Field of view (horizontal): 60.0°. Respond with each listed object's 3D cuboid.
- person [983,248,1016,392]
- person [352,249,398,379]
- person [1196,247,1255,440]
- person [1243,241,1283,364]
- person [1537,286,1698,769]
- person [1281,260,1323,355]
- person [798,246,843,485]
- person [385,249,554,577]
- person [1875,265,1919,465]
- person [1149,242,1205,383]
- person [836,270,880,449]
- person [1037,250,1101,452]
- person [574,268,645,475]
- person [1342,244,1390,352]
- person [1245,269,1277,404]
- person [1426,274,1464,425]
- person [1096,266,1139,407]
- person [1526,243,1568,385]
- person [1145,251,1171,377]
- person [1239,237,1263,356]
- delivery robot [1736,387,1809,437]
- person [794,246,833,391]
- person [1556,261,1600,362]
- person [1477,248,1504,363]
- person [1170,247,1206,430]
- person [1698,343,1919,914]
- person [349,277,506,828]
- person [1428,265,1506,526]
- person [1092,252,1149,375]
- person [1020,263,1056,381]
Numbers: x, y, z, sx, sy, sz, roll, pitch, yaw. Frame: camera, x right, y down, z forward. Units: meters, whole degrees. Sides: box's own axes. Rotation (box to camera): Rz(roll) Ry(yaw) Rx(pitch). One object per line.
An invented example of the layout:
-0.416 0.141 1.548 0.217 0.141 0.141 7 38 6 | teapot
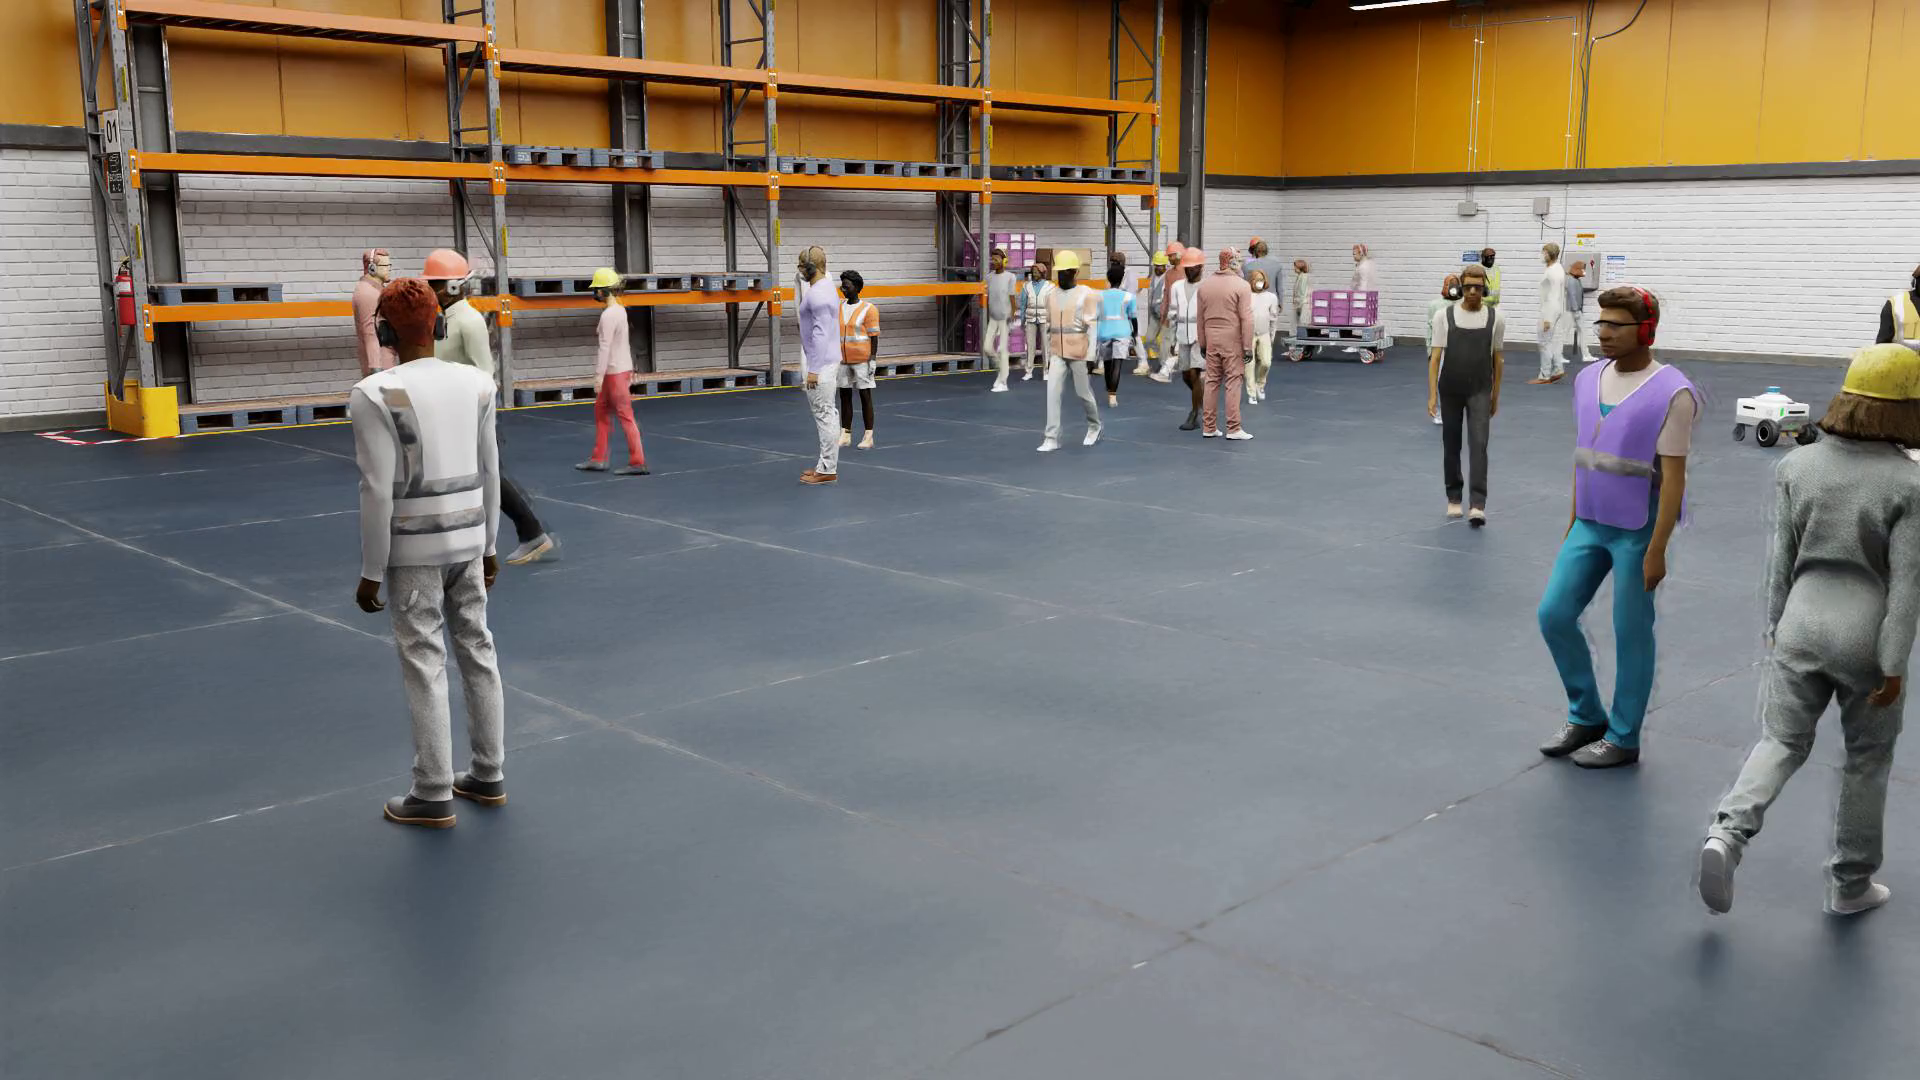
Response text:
0.532 -2.849 21.591 0.509 1.857 0.432 7 13 35 | person
-5.003 -1.554 14.384 0.403 1.906 0.652 -3 11 -14 | person
2.659 -1.945 16.518 0.407 1.905 0.655 -10 14 -42 | person
4.754 -3.736 26.216 0.678 1.926 0.577 -3 11 -14 | person
2.444 -0.027 6.248 0.530 1.830 0.590 -4 11 -22 | person
5.783 -3.895 27.932 0.623 1.616 0.507 -1 10 -4 | person
-1.145 -1.409 13.523 0.370 1.934 0.627 0 10 1 | person
-2.936 -0.760 9.956 1.029 1.950 0.644 -6 12 -30 | person
8.294 -1.507 14.448 0.644 1.796 0.970 5 12 28 | person
3.052 -3.154 23.056 1.062 1.930 0.639 -6 12 -30 | person
-1.008 -1.704 15.772 0.540 1.695 0.317 6 12 30 | person
1.077 -1.800 15.785 0.600 1.892 0.929 7 13 34 | person
-3.013 -1.403 13.979 0.750 1.737 0.556 0 10 0 | person
7.001 -4.149 28.620 0.695 1.874 0.691 4 11 22 | person
3.556 -2.434 19.968 0.505 1.622 0.378 0 10 -1 | person
5.273 -2.028 17.788 0.505 1.607 0.702 0 10 2 | person
1.861 -2.433 19.857 0.552 1.644 0.872 3 11 15 | person
7.999 -3.033 22.478 0.539 1.917 0.686 3 11 18 | person
2.873 -3.204 23.664 0.429 1.800 0.602 -7 12 -32 | person
4.983 -4.103 28.065 0.619 2.007 0.992 3 11 15 | person
7.879 -1.245 16.133 0.477 0.478 0.707 -2 11 -11 | delivery robot
-1.877 -2.863 21.593 0.583 1.879 0.337 5 12 26 | person
9.846 -3.607 26.409 0.756 1.606 0.512 8 13 36 | person
8.365 -3.690 26.273 0.638 1.817 0.676 -5 12 -26 | person
2.519 -2.127 17.528 0.563 1.912 0.802 7 13 35 | person
2.512 0.292 4.823 0.693 1.719 0.486 -8 13 -36 | person
-1.817 0.049 5.714 0.354 1.880 0.576 7 12 33 | person
3.543 -1.006 11.658 0.507 1.801 0.923 3 11 15 | person
2.385 -3.300 24.271 0.958 1.793 0.620 -9 14 -40 | person
1.097 -3.038 23.214 0.517 1.636 0.313 3 11 16 | person
